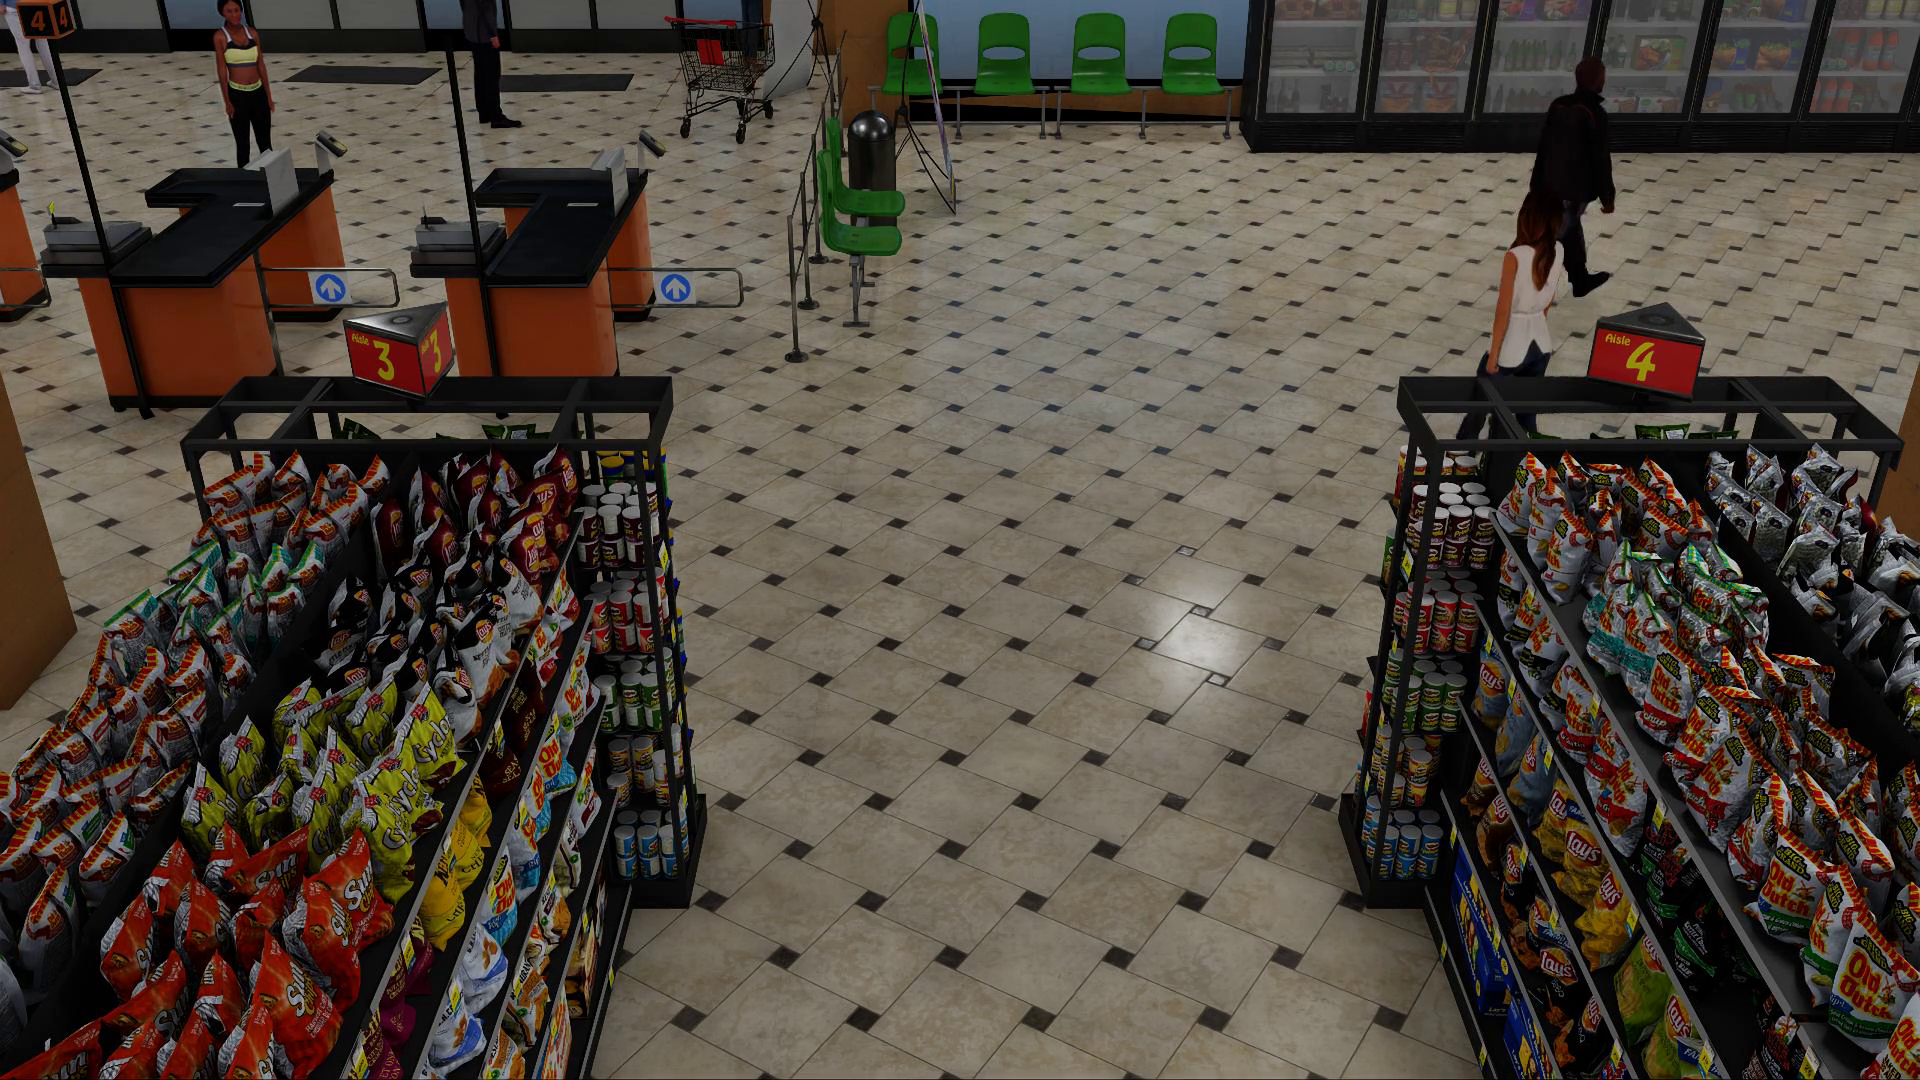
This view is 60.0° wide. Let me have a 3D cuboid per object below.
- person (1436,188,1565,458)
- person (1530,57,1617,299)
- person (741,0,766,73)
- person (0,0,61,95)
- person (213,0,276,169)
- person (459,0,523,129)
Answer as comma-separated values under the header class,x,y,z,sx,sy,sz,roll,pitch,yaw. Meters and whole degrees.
class,x,y,z,sx,sy,sz,roll,pitch,yaw
person,3.092,-0.987,9.023,0.876,1.756,1.091,-11,31,-20
person,4.160,-2.418,11.611,1.058,1.787,1.254,-10,30,-18
person,-2.327,-6.102,18.354,0.728,1.792,0.619,-15,32,-26
person,-9.857,-5.657,17.440,0.802,1.888,0.681,16,32,26
person,-5.999,-3.697,13.990,0.636,1.753,0.685,-23,36,-35
person,-4.671,-4.991,16.268,0.873,1.842,0.774,-19,34,-31
